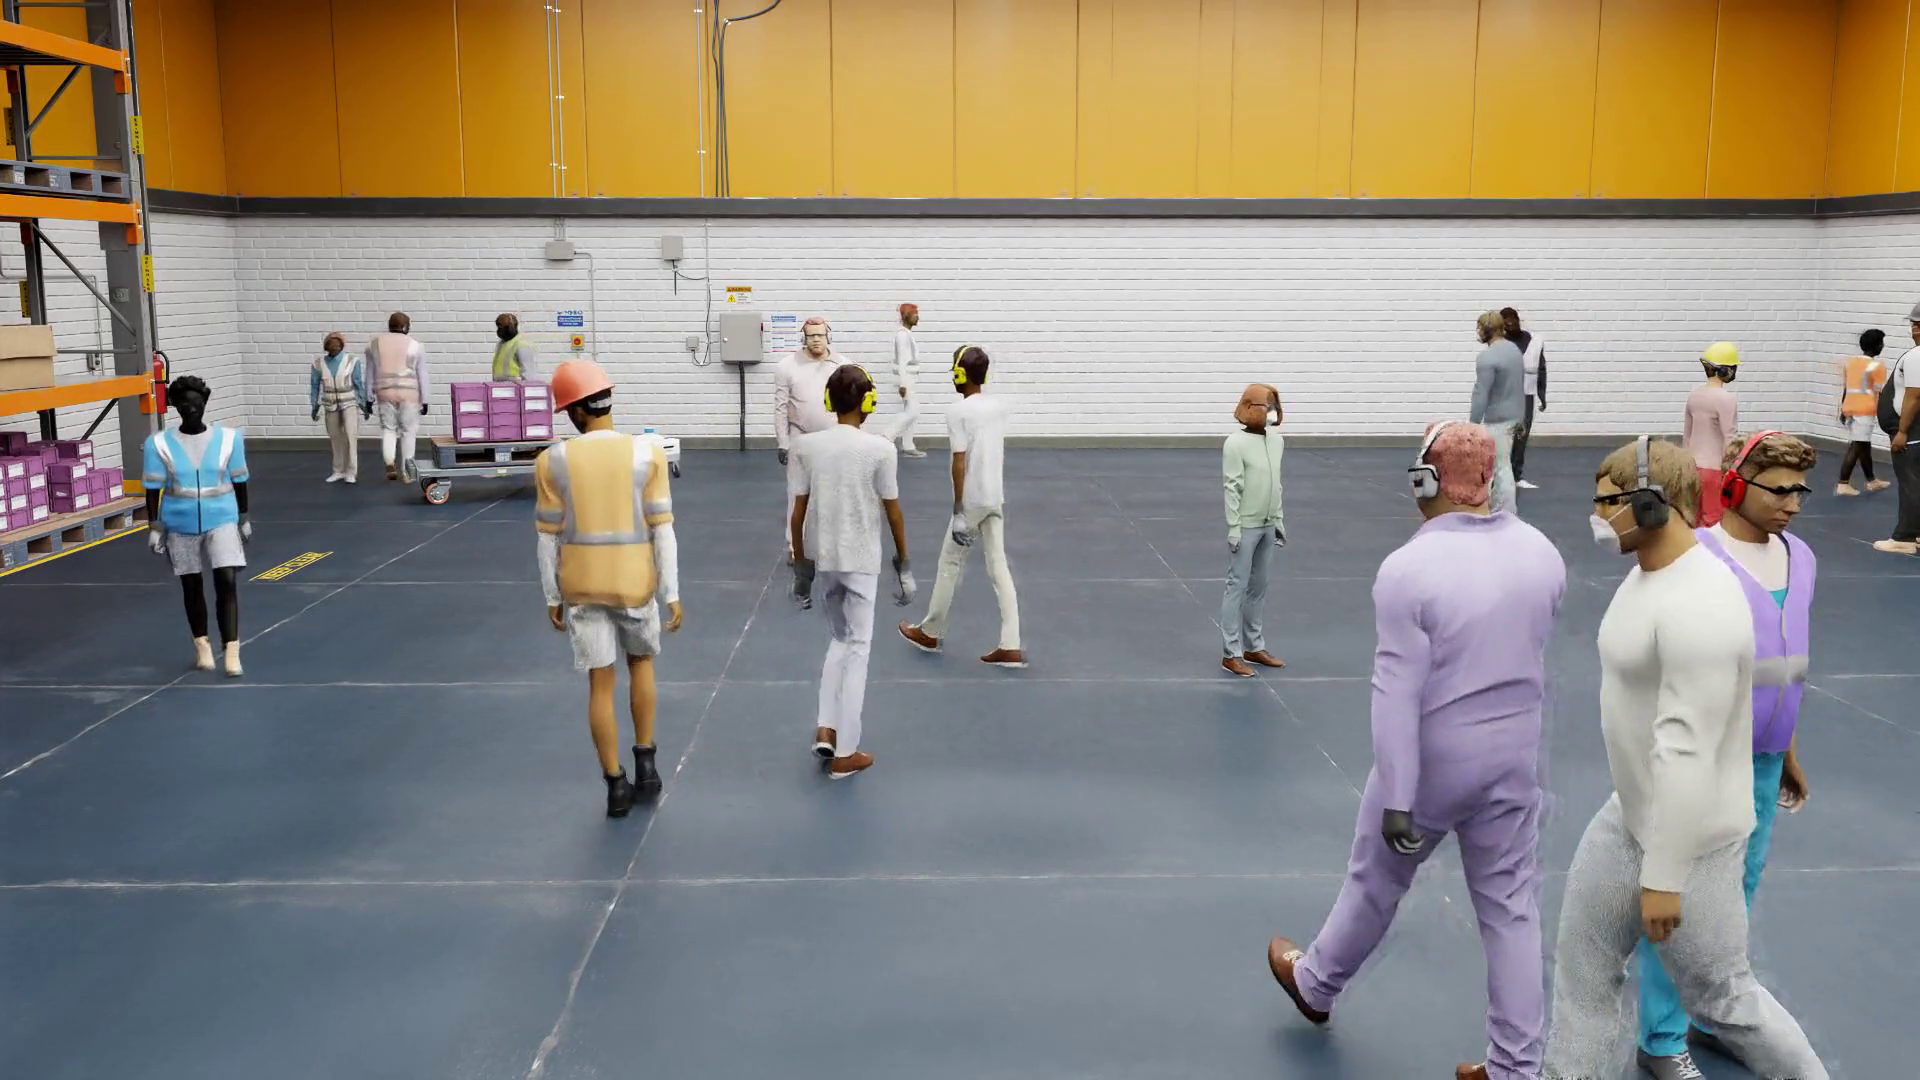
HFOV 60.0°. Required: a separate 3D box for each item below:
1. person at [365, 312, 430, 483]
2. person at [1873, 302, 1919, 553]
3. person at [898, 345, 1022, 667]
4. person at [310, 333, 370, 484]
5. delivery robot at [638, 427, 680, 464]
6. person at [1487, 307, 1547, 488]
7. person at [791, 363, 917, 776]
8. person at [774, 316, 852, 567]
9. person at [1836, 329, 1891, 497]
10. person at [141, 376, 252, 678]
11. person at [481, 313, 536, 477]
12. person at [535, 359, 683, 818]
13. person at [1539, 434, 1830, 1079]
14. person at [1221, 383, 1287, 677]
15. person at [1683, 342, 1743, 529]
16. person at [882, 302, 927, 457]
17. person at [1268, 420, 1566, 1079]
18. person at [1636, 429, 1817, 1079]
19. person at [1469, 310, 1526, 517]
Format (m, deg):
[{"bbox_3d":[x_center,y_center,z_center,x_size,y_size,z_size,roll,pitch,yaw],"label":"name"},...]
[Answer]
[{"bbox_3d":[-5.929,-1.490,17.535,0.664,1.820,0.521,-1,9,-6],"label":"person"},{"bbox_3d":[7.652,-0.920,13.353,0.684,2.000,0.538,-7,12,-37],"label":"person"},{"bbox_3d":[0.035,-0.204,9.613,0.551,1.823,0.944,-9,13,-44],"label":"person"},{"bbox_3d":[-6.518,-1.370,17.457,0.602,1.596,0.777,-1,9,-4],"label":"person"},{"bbox_3d":[-3.345,-0.971,17.921,0.477,0.478,0.707,5,10,28],"label":"delivery robot"},{"bbox_3d":[5.719,-1.459,17.197,0.675,1.878,0.369,-2,9,-10],"label":"person"},{"bbox_3d":[-0.481,0.138,7.465,0.503,1.845,0.445,5,10,27],"label":"person"},{"bbox_3d":[-1.089,-0.749,12.719,0.643,1.908,0.399,-2,10,-14],"label":"person"},{"bbox_3d":[9.106,-1.259,16.570,0.769,1.664,0.544,-1,9,-5],"label":"person"},{"bbox_3d":[-4.197,-0.061,9.176,0.552,1.668,0.721,-4,10,-25],"label":"person"},{"bbox_3d":[-4.837,-1.588,18.293,0.945,1.813,0.628,-6,11,-33],"label":"person"},{"bbox_3d":[-1.465,0.190,6.990,0.593,1.895,0.614,-1,9,-9],"label":"person"},{"bbox_3d":[1.732,0.694,3.966,0.954,1.891,0.649,1,9,8],"label":"person"},{"bbox_3d":[1.658,-0.066,9.354,0.286,1.636,0.500,9,13,44],"label":"person"},{"bbox_3d":[5.222,-0.488,11.547,0.311,1.768,0.531,-2,9,-10],"label":"person"},{"bbox_3d":[-0.663,-1.904,19.922,0.461,1.871,0.577,0,9,1],"label":"person"},{"bbox_3d":[1.304,0.588,4.681,0.652,1.849,1.019,-4,10,-22],"label":"person"},{"bbox_3d":[2.119,0.606,4.615,0.563,1.838,0.390,-5,11,-29],"label":"person"},{"bbox_3d":[4.573,-0.999,14.211,0.553,1.914,0.650,7,12,39],"label":"person"}]
